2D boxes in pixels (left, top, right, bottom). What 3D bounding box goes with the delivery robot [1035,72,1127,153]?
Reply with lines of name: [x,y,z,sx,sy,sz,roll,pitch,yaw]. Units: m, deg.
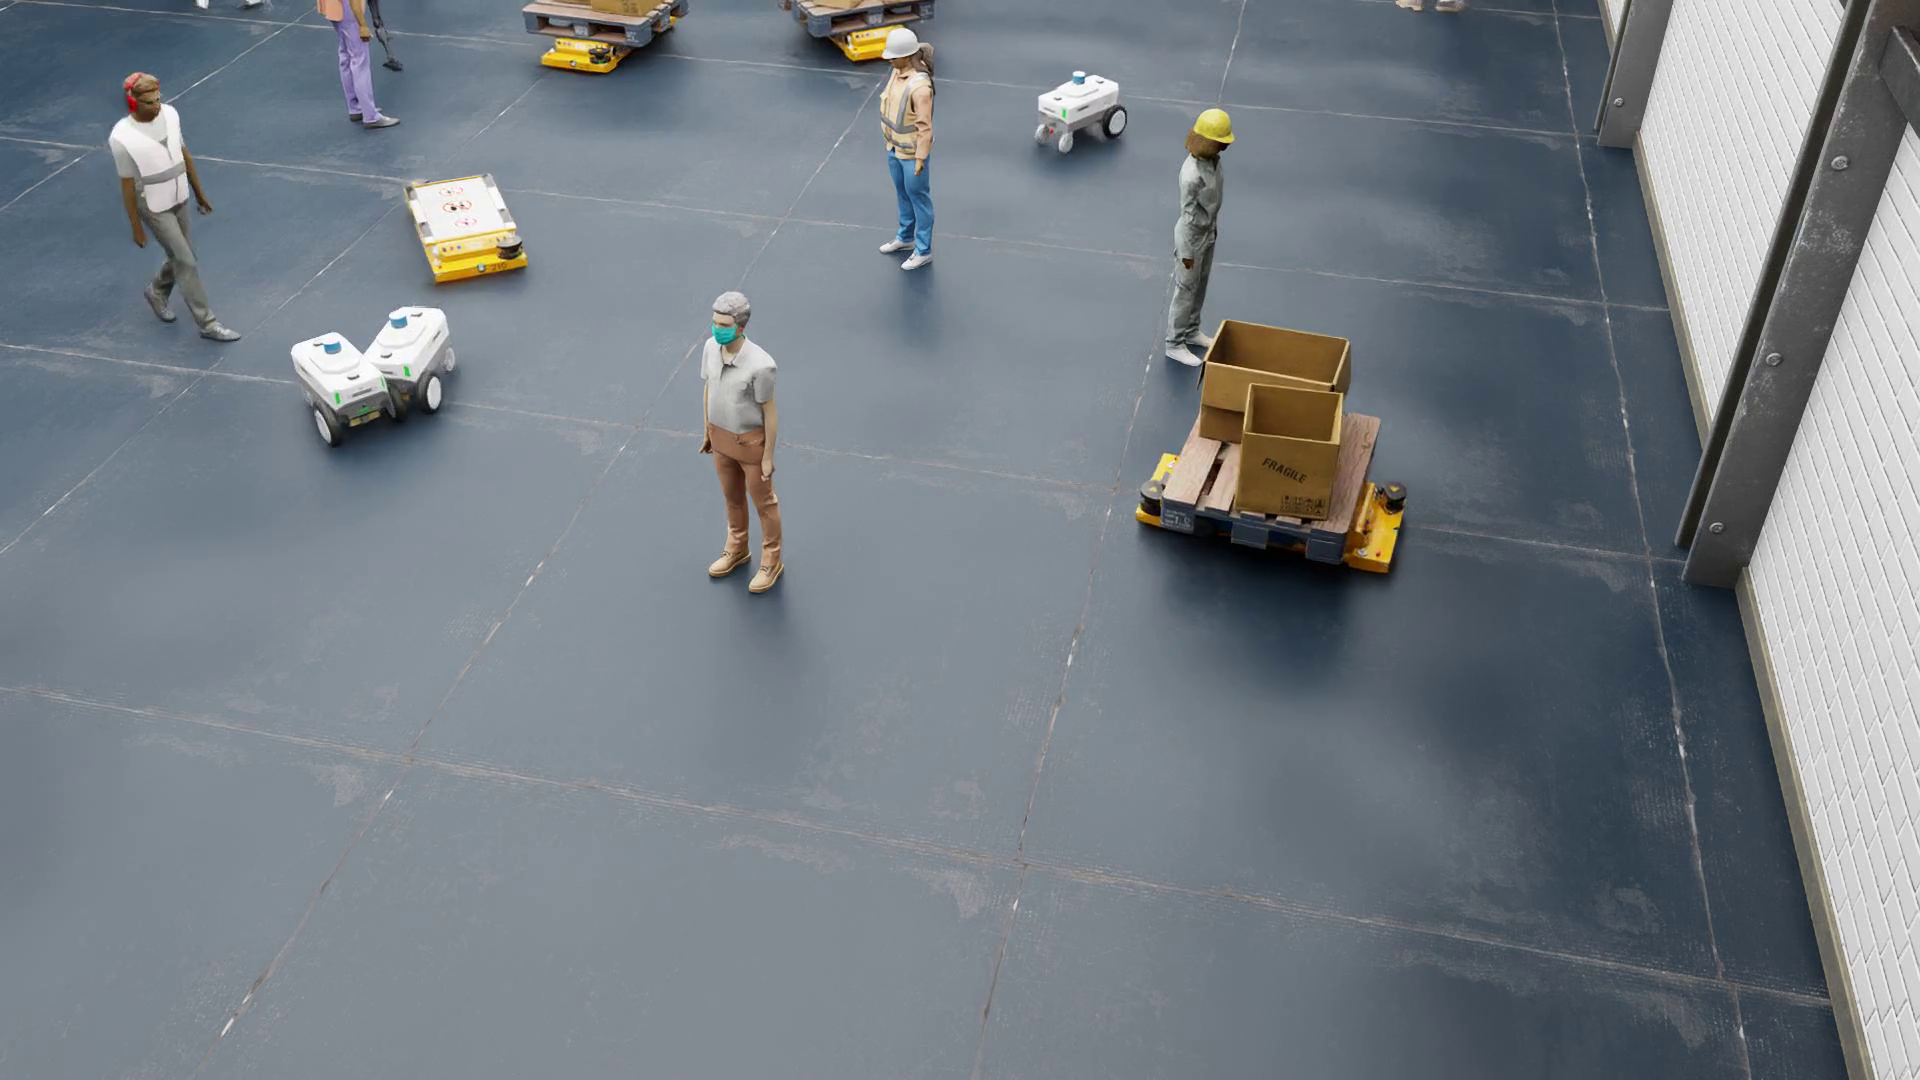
delivery robot: [0.986,-3.573,13.766,0.802,0.600,0.499,-30,46,-34]

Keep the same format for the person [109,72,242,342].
person: [-5.238,-2.179,10.857,0.768,1.809,0.609,9,38,12]

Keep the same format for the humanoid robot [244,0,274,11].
humanoid robot: [-6.978,-5.912,15.954,0.547,1.858,0.706,22,42,27]

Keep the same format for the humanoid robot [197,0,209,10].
humanoid robot: [-7.548,-6.036,16.071,0.546,1.738,0.966,-8,38,-11]

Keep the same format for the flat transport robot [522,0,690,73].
flat transport robot: [-3.274,-4.728,15.545,0.659,0.231,1.431,11,38,15]

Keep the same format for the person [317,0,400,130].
person: [-5.042,-4.300,13.659,0.385,1.841,0.563,-26,44,-31]

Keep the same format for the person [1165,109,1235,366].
person: [1.530,-1.921,10.570,0.321,1.728,0.491,17,40,21]

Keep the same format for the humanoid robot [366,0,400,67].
humanoid robot: [-5.401,-5.041,14.829,0.612,1.627,0.755,-28,45,-32]

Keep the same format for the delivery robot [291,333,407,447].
delivery robot: [-3.807,-0.958,10.276,0.499,0.611,0.792,-27,44,-31]

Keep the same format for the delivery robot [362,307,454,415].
delivery robot: [-3.508,-1.154,10.521,0.499,0.591,0.768,4,37,5]

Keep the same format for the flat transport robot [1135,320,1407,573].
flat transport robot: [1.783,-0.210,9.499,1.431,0.231,0.659,12,39,16]

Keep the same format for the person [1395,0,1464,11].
person: [4.679,-6.006,15.943,0.671,1.852,0.346,8,38,11]

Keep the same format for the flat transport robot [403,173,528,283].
flat transport robot: [-3.697,-2.351,12.364,0.659,0.231,1.431,-15,39,-19]

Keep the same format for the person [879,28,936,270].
person: [-0.352,-2.756,11.692,0.376,1.723,0.486,-19,41,-23]

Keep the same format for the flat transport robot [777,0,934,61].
flat transport robot: [-0.993,-4.903,15.780,0.659,0.231,1.431,-16,40,-21]

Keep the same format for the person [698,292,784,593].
person: [-1.152,-0.513,8.668,0.471,1.750,0.320,21,42,26]
